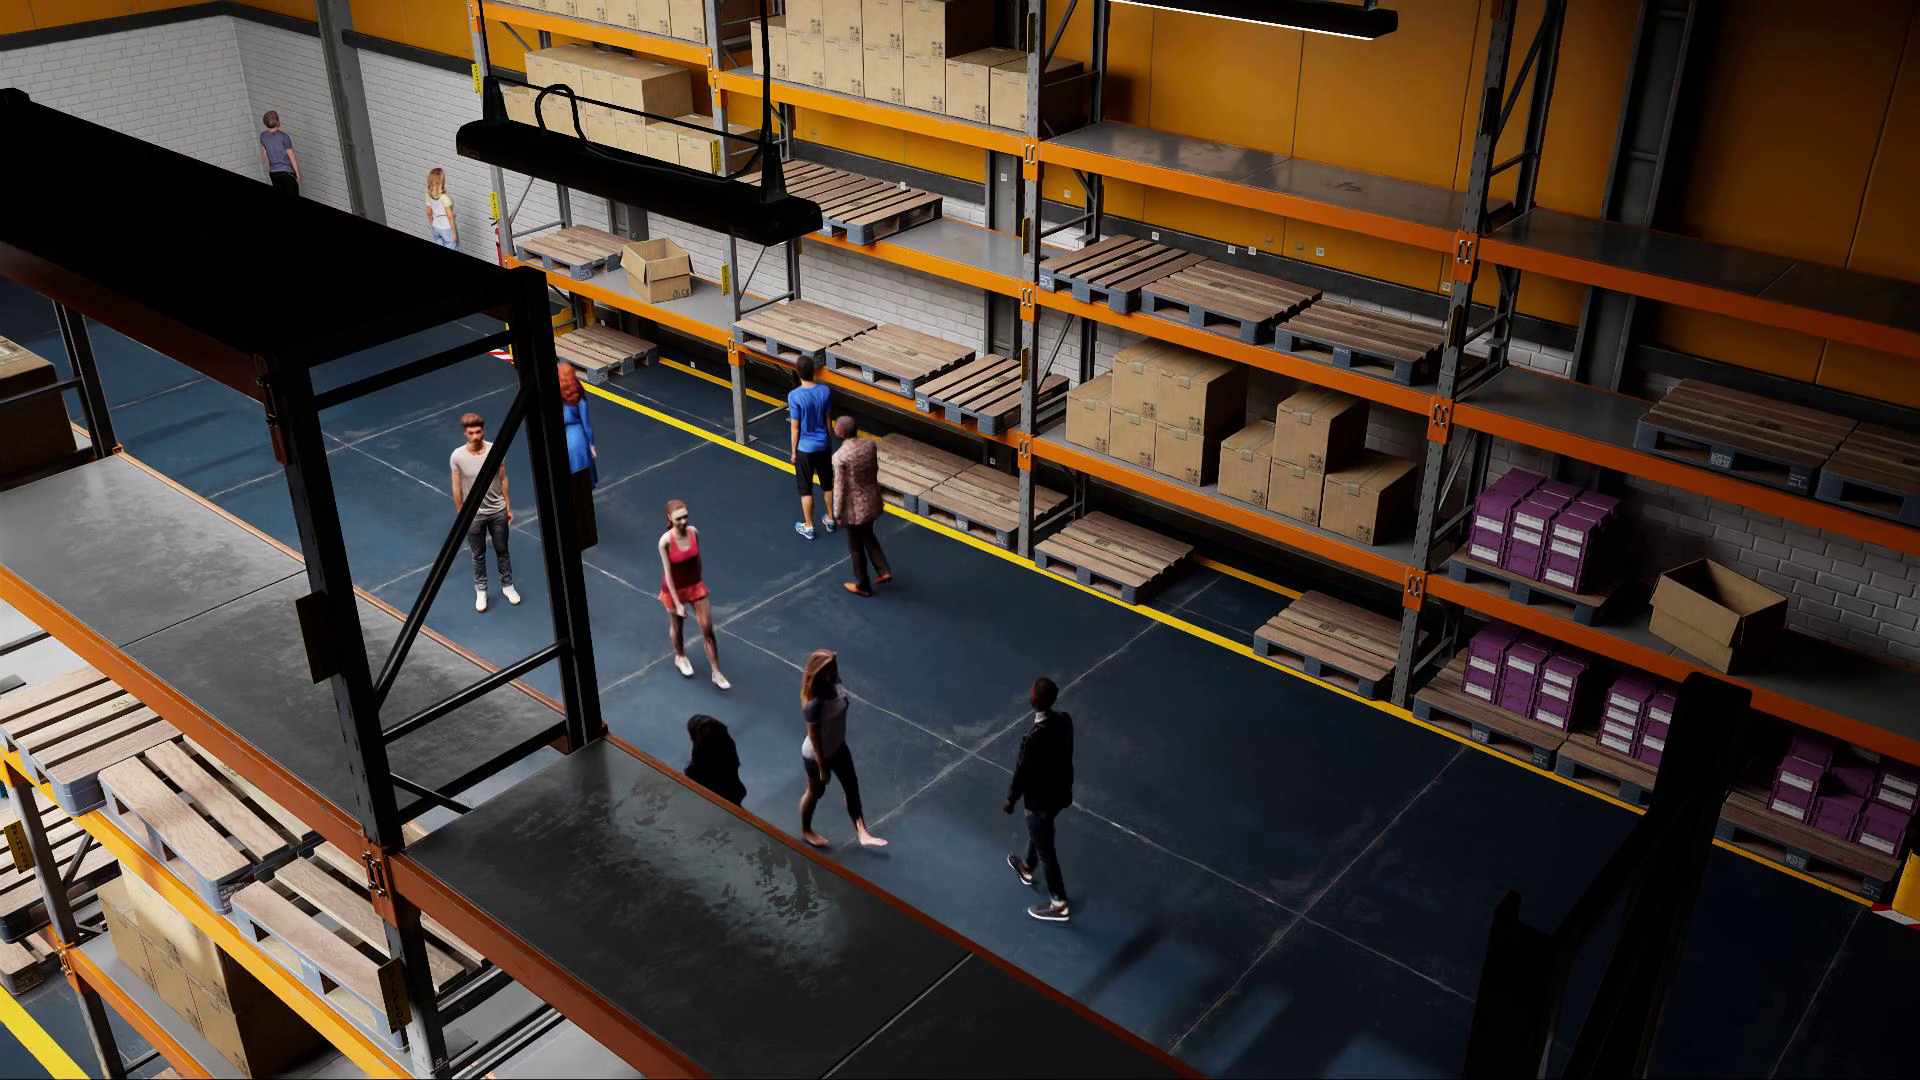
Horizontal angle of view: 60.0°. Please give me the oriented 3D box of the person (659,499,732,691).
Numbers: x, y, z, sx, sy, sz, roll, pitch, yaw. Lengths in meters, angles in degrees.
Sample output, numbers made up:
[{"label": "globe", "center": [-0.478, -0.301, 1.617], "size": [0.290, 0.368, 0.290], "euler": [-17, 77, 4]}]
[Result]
[{"label": "person", "center": [-2.364, 0.397, 14.009], "size": [0.744, 1.725, 1.012], "euler": [-18, 34, -30]}]

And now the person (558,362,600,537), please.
[{"label": "person", "center": [-3.791, -0.864, 16.211], "size": [0.711, 1.829, 0.803], "euler": [6, 29, 11]}]

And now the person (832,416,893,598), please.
[{"label": "person", "center": [-0.854, -0.282, 15.191], "size": [0.712, 1.785, 0.729], "euler": [-25, 37, -38]}]

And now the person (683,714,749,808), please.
[{"label": "person", "center": [-1.633, 1.897, 11.380], "size": [0.593, 1.609, 0.623], "euler": [22, 36, 34]}]

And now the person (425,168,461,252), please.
[{"label": "person", "center": [-6.921, -4.139, 22.322], "size": [0.539, 1.727, 0.721], "euler": [16, 32, 26]}]

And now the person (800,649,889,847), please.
[{"label": "person", "center": [-1.048, 1.503, 12.003], "size": [0.948, 1.703, 0.717], "euler": [14, 32, 24]}]

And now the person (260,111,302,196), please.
[{"label": "person", "center": [-9.917, -5.348, 24.371], "size": [0.685, 1.889, 0.808], "euler": [6, 29, 11]}]

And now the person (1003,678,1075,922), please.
[{"label": "person", "center": [0.655, 1.816, 11.345], "size": [0.927, 1.785, 0.659], "euler": [15, 32, 26]}]

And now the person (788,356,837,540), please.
[{"label": "person", "center": [-1.435, -0.904, 16.247], "size": [0.686, 1.866, 0.683], "euler": [-15, 32, -26]}]

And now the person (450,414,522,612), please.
[{"label": "person", "center": [-4.310, -0.280, 15.069], "size": [0.731, 1.898, 0.712], "euler": [-12, 31, -22]}]
